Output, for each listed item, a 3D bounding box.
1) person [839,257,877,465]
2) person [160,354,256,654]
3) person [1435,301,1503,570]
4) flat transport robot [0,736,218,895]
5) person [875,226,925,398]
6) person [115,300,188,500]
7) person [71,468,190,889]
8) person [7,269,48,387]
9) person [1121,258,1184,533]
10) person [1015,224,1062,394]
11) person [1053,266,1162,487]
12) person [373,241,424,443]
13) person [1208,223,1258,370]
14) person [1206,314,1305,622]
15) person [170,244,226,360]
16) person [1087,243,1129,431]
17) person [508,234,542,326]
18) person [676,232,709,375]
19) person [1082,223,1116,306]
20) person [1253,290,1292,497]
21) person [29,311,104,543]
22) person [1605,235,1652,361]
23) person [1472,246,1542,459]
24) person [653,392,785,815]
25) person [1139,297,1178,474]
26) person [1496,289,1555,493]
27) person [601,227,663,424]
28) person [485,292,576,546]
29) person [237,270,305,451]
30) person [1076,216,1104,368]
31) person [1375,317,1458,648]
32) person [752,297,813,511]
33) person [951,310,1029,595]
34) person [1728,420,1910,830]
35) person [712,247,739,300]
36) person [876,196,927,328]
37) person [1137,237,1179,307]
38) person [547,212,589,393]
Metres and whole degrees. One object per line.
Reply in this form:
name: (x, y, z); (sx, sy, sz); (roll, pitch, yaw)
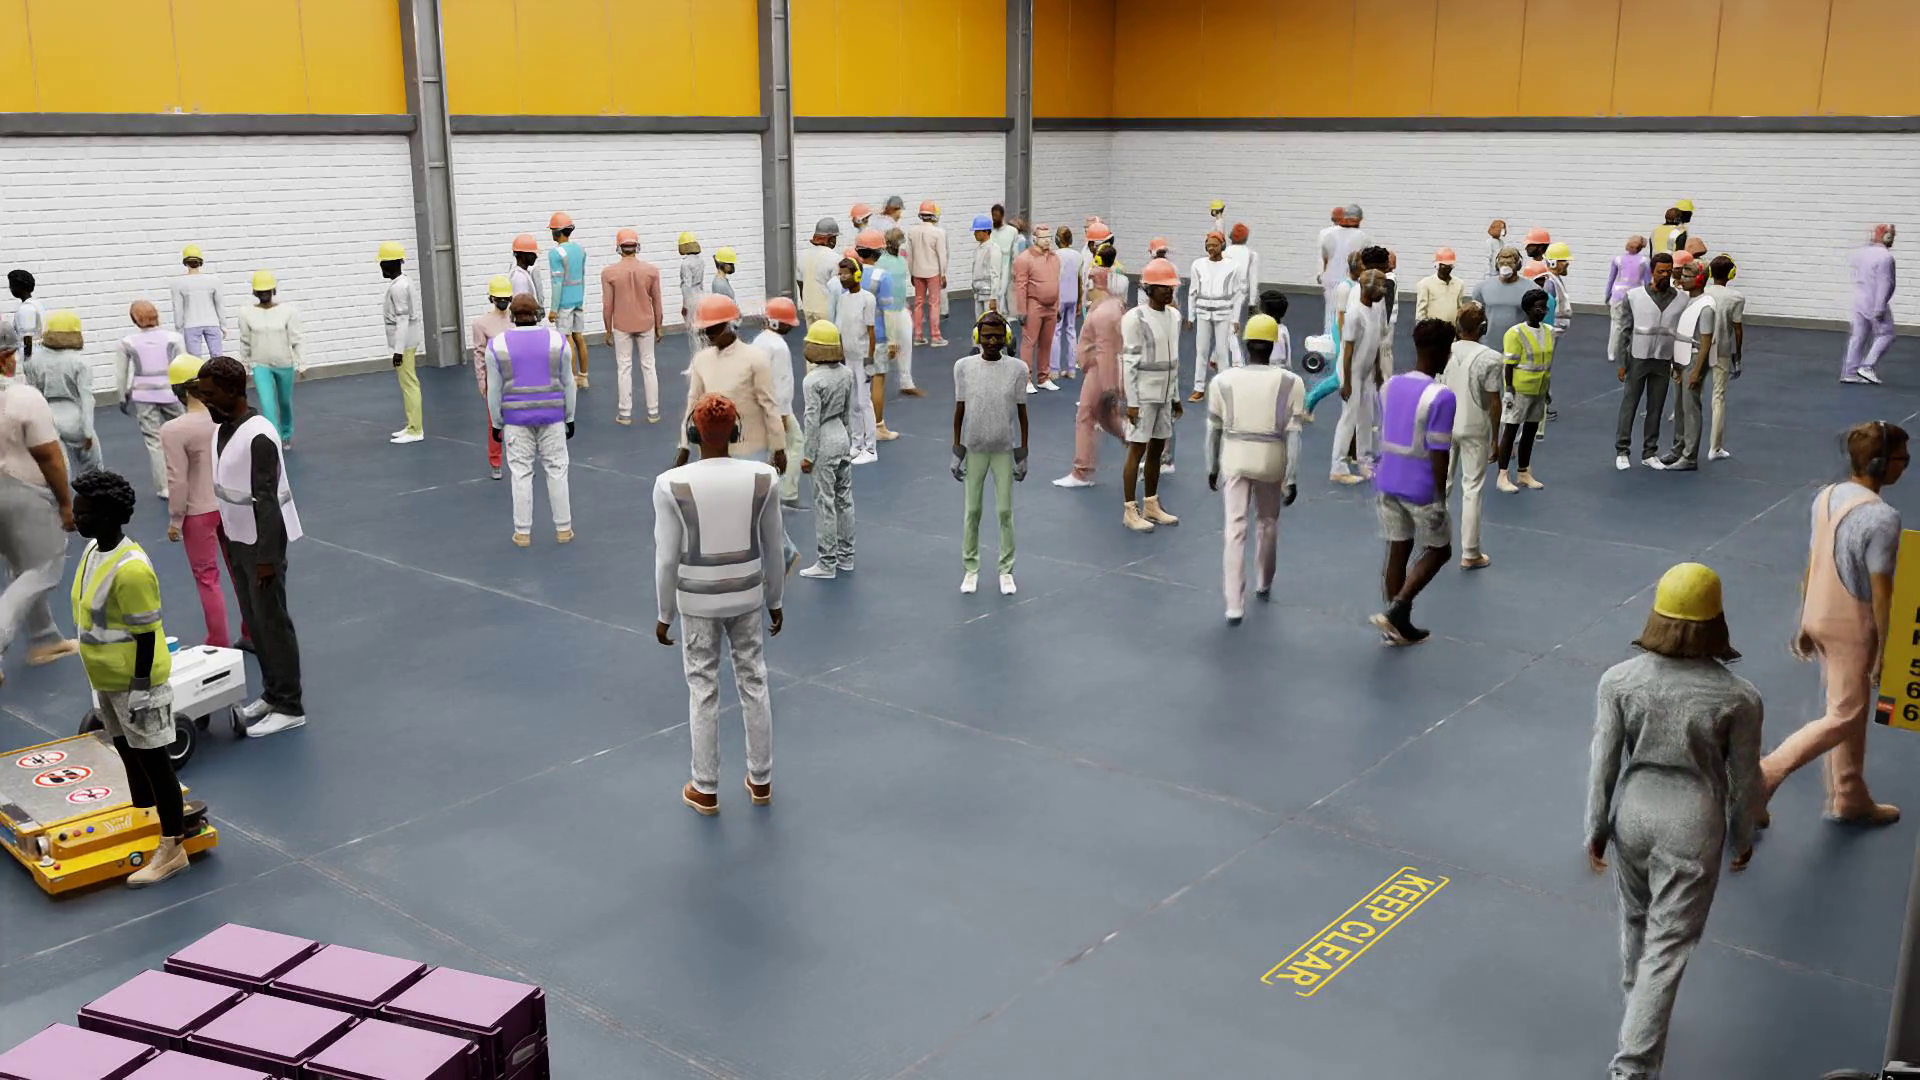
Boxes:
person: (-0.941, -1.615, 15.011); (0.341, 1.857, 0.521); (-11, 18, -36)
person: (-4.260, -0.167, 9.404); (0.330, 1.765, 0.533); (7, 15, 24)
person: (3.456, -0.715, 11.425); (0.509, 1.845, 0.329); (11, 18, 38)
flat transport robot: (-3.850, 1.134, 7.229); (1.431, 0.197, 0.652); (13, 19, 43)
person: (-0.807, -2.545, 18.611); (0.822, 1.910, 0.647); (8, 16, 29)
person: (-6.600, -1.157, 13.616); (0.546, 1.621, 0.562); (-8, 16, -30)
person: (-3.354, 0.549, 6.680); (0.535, 1.697, 0.318); (13, 19, 42)
person: (-8.738, -1.709, 15.722); (0.320, 1.686, 0.539); (-4, 15, -17)
person: (1.468, -1.088, 12.513); (0.605, 2.045, 0.385); (-13, 19, -42)
person: (0.925, -2.634, 18.971); (0.651, 1.906, 0.404); (-12, 18, -40)
person: (1.267, -1.373, 14.024); (0.826, 1.867, 0.650); (3, 14, 11)
person: (-5.372, -1.894, 15.975); (0.371, 1.926, 0.584); (-3, 14, -13)
person: (3.323, -2.961, 20.432); (0.567, 1.831, 0.891); (-5, 15, -21)
person: (1.837, -0.471, 10.421); (0.596, 1.865, 1.024); (3, 14, 13)
person: (-8.126, -2.269, 17.798); (0.523, 1.769, 0.315); (-9, 17, -32)
person: (1.436, -2.017, 16.589); (0.514, 1.868, 0.328); (-8, 16, -29)
person: (-4.410, -2.146, 16.979); (0.381, 1.928, 0.546); (-4, 15, -15)
person: (-3.294, -2.895, 20.364); (0.324, 1.734, 0.493); (4, 15, 15)
person: (1.496, -2.382, 17.789); (0.391, 1.990, 0.621); (-2, 14, -7)
person: (2.570, -1.205, 13.685); (0.317, 1.696, 0.540); (3, 14, 12)
person: (-6.522, -0.831, 12.209); (0.504, 1.687, 0.926); (0, 14, 0)
person: (8.590, -3.109, 21.433); (0.595, 1.619, 0.403); (9, 17, 31)
person: (4.965, -1.713, 15.224); (0.635, 1.937, 0.352); (6, 15, 22)
person: (-1.058, 0.285, 7.353); (0.587, 1.882, 0.341); (-6, 15, -23)
person: (1.754, -1.390, 14.552); (0.283, 1.633, 0.501); (-2, 14, -9)
person: (4.716, -1.238, 13.818); (0.541, 1.695, 0.316); (-8, 16, -28)
person: (-3.332, -2.175, 16.959); (0.611, 1.995, 0.376); (-5, 15, -19)
person: (-3.096, -0.869, 12.066); (0.621, 1.838, 0.429); (-4, 15, -17)
person: (-6.302, -1.616, 15.266); (0.532, 1.728, 0.882); (-6, 15, -23)
person: (1.648, -3.036, 20.575); (0.401, 1.910, 0.640); (-5, 15, -21)
person: (2.628, -0.316, 9.627); (0.453, 1.945, 0.597); (-8, 16, -28)
person: (-1.383, -1.042, 12.997); (0.612, 1.705, 0.622); (-7, 16, -28)
person: (0.193, -0.563, 10.801); (0.508, 1.860, 0.334); (1, 14, 4)
person: (3.722, 0.386, 7.069); (0.809, 1.817, 0.515); (-1, 14, -3)
person: (-2.489, -2.228, 17.665); (0.338, 1.756, 0.532); (-2, 14, -6)
person: (-1.082, -4.196, 24.941); (1.083, 2.000, 0.693); (-1, 14, -3)
person: (2.347, -2.681, 19.536); (0.573, 1.723, 0.589); (-12, 18, -40)
person: (-4.493, -2.701, 18.961); (0.377, 2.045, 0.605); (5, 15, 20)
